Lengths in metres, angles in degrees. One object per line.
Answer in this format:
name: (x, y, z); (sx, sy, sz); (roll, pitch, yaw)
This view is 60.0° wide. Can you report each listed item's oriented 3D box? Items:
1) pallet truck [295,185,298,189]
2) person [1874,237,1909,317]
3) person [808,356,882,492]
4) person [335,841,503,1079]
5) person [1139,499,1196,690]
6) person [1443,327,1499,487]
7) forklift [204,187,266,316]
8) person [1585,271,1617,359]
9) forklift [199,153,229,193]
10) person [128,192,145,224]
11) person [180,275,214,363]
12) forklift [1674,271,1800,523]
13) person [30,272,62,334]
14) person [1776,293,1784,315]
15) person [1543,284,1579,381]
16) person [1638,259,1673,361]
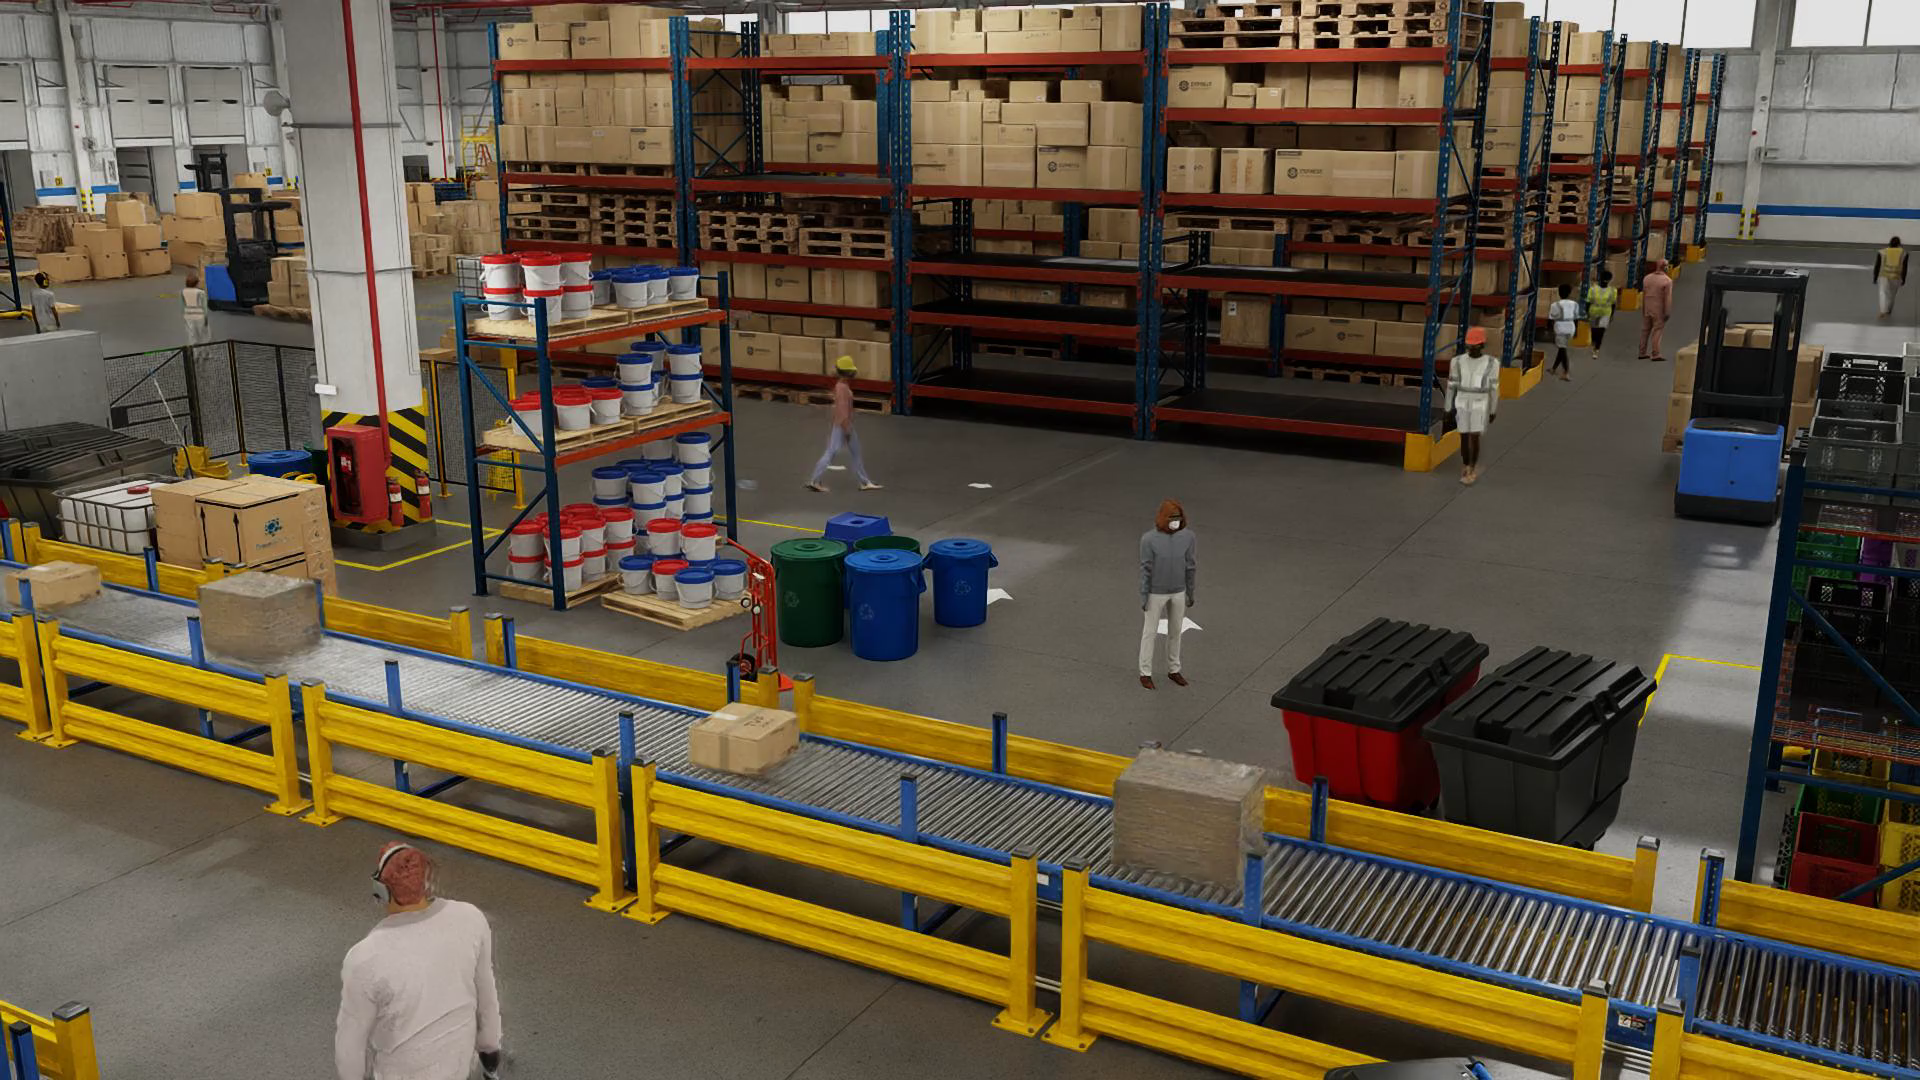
pallet truck: (-26.804, -14.617, 69.738); (1.885, 1.965, 0.823); (-14, 20, -42)
person: (20.967, -5.932, 37.506); (0.642, 1.789, 0.984); (8, 17, 27)
person: (-1.478, -1.438, 20.728); (0.916, 1.727, 0.534); (0, 15, 0)
person: (-2.290, 2.147, 6.928); (0.667, 1.883, 0.662); (10, 18, 33)
person: (1.719, 0.448, 13.825); (0.497, 1.627, 0.287); (-5, 16, -17)
person: (6.429, -1.672, 21.026); (0.625, 2.016, 0.694); (9, 17, 30)
forklift: (-16.305, -6.620, 37.985); (1.873, 2.768, 1.129); (8, 17, 28)
person: (12.182, -4.310, 31.643); (0.529, 1.660, 0.836); (7, 16, 25)
forklift: (-27.440, -12.865, 61.464); (1.873, 2.768, 1.129); (8, 17, 28)
person: (-26.351, -10.169, 53.223); (0.761, 1.906, 0.488); (-3, 15, -13)
person: (-14.230, -4.121, 30.990); (0.528, 1.620, 0.510); (0, 15, 0)
forklift: (9.269, -1.763, 19.726); (1.129, 2.768, 1.873); (8, 17, 27)
person: (-15.986, -3.758, 29.164); (0.532, 1.870, 0.319); (4, 15, 13)
person: (15.583, -4.234, 31.425); (0.280, 1.624, 0.494); (3, 15, 12)
person: (10.550, -3.653, 29.184); (0.543, 1.640, 0.873); (-5, 16, -20)
person: (13.064, -4.303, 31.163); (0.399, 1.900, 0.643); (-8, 17, -27)
